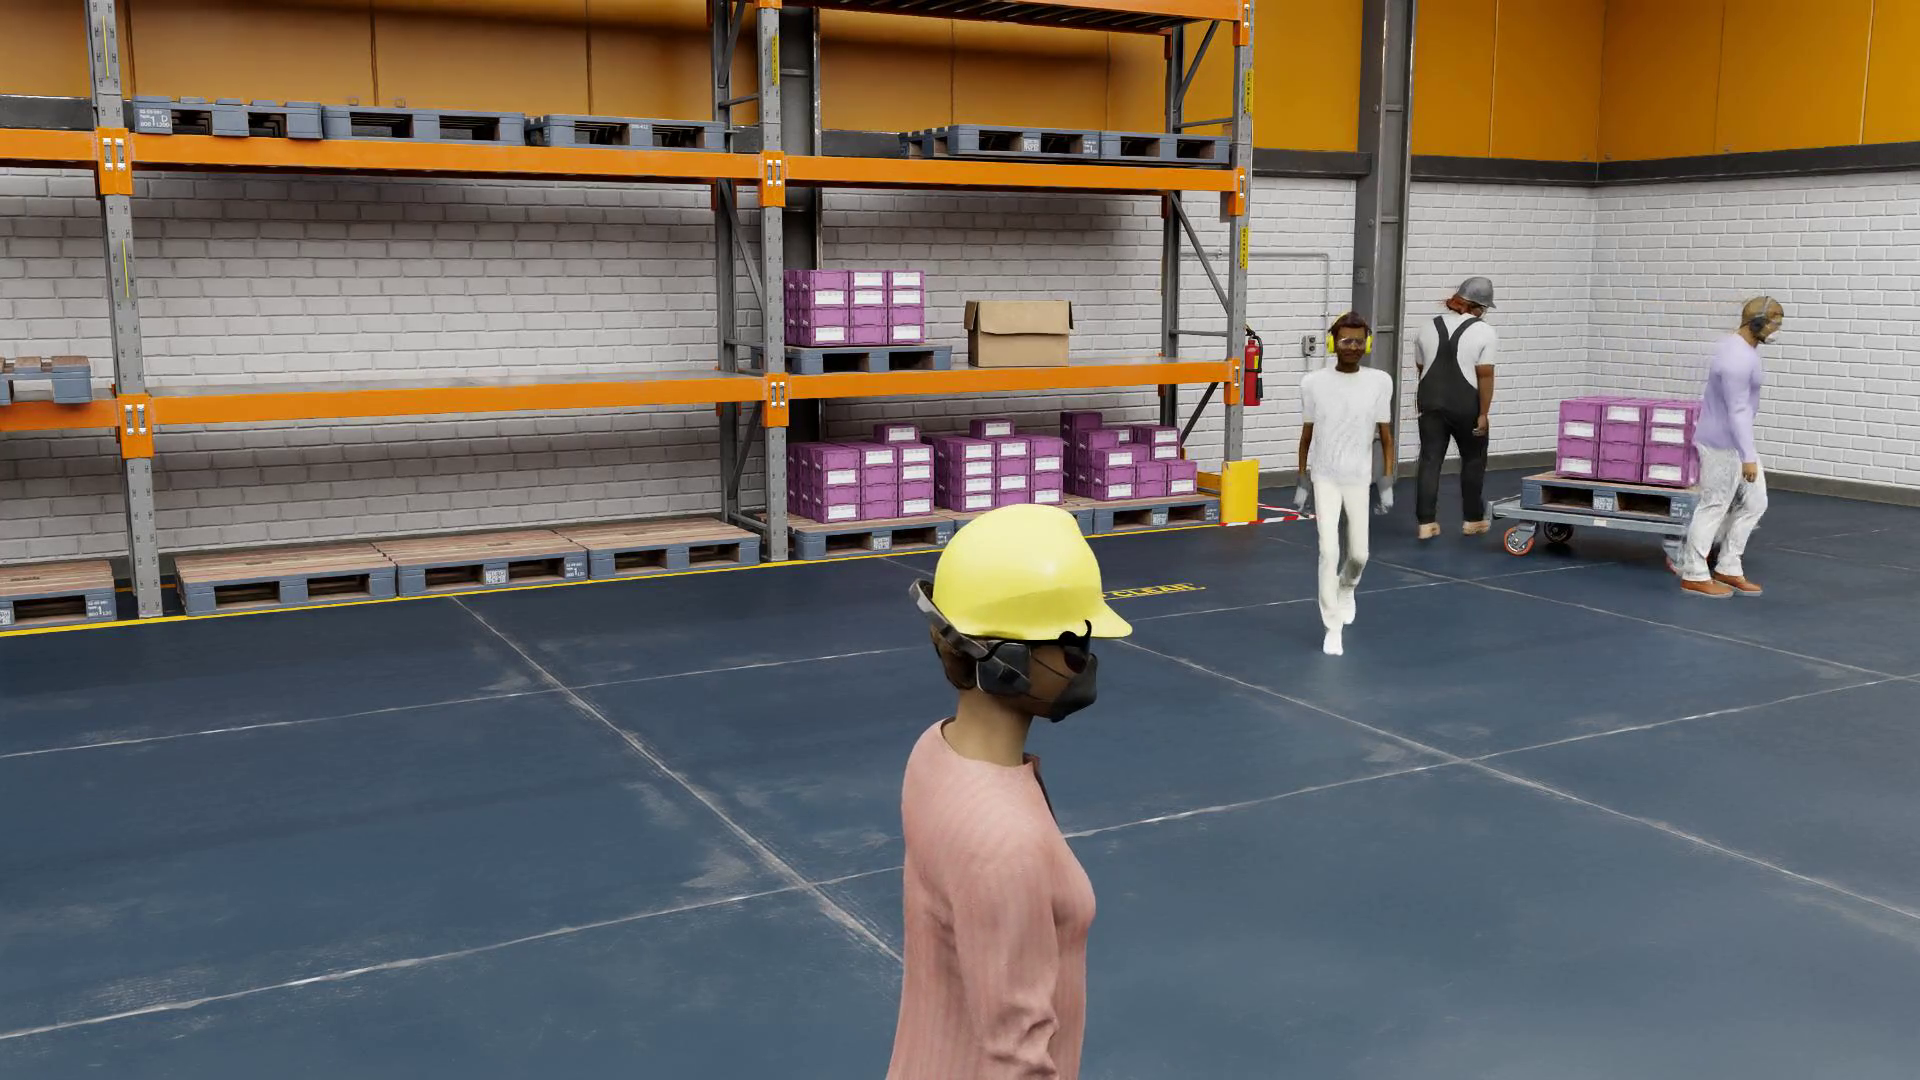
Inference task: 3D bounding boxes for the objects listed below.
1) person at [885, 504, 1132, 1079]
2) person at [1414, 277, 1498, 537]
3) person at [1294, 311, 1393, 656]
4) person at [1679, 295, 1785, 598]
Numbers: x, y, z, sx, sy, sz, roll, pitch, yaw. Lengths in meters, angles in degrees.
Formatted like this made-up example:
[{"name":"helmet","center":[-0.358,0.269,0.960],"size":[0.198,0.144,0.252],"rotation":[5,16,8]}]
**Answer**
[{"name":"person","center":[0.060,0.826,2.280],"size":[0.326,1.767,0.533],"rotation":[-2,9,-10]},{"name":"person","center":[3.841,-1.040,12.818],"size":[0.718,2.000,0.827],"rotation":[8,12,40]},{"name":"person","center":[2.093,-0.332,9.110],"size":[0.521,1.848,0.713],"rotation":[1,9,8]},{"name":"person","center":[4.801,-0.553,10.274],"size":[0.622,1.895,0.652],"rotation":[5,11,30]}]
